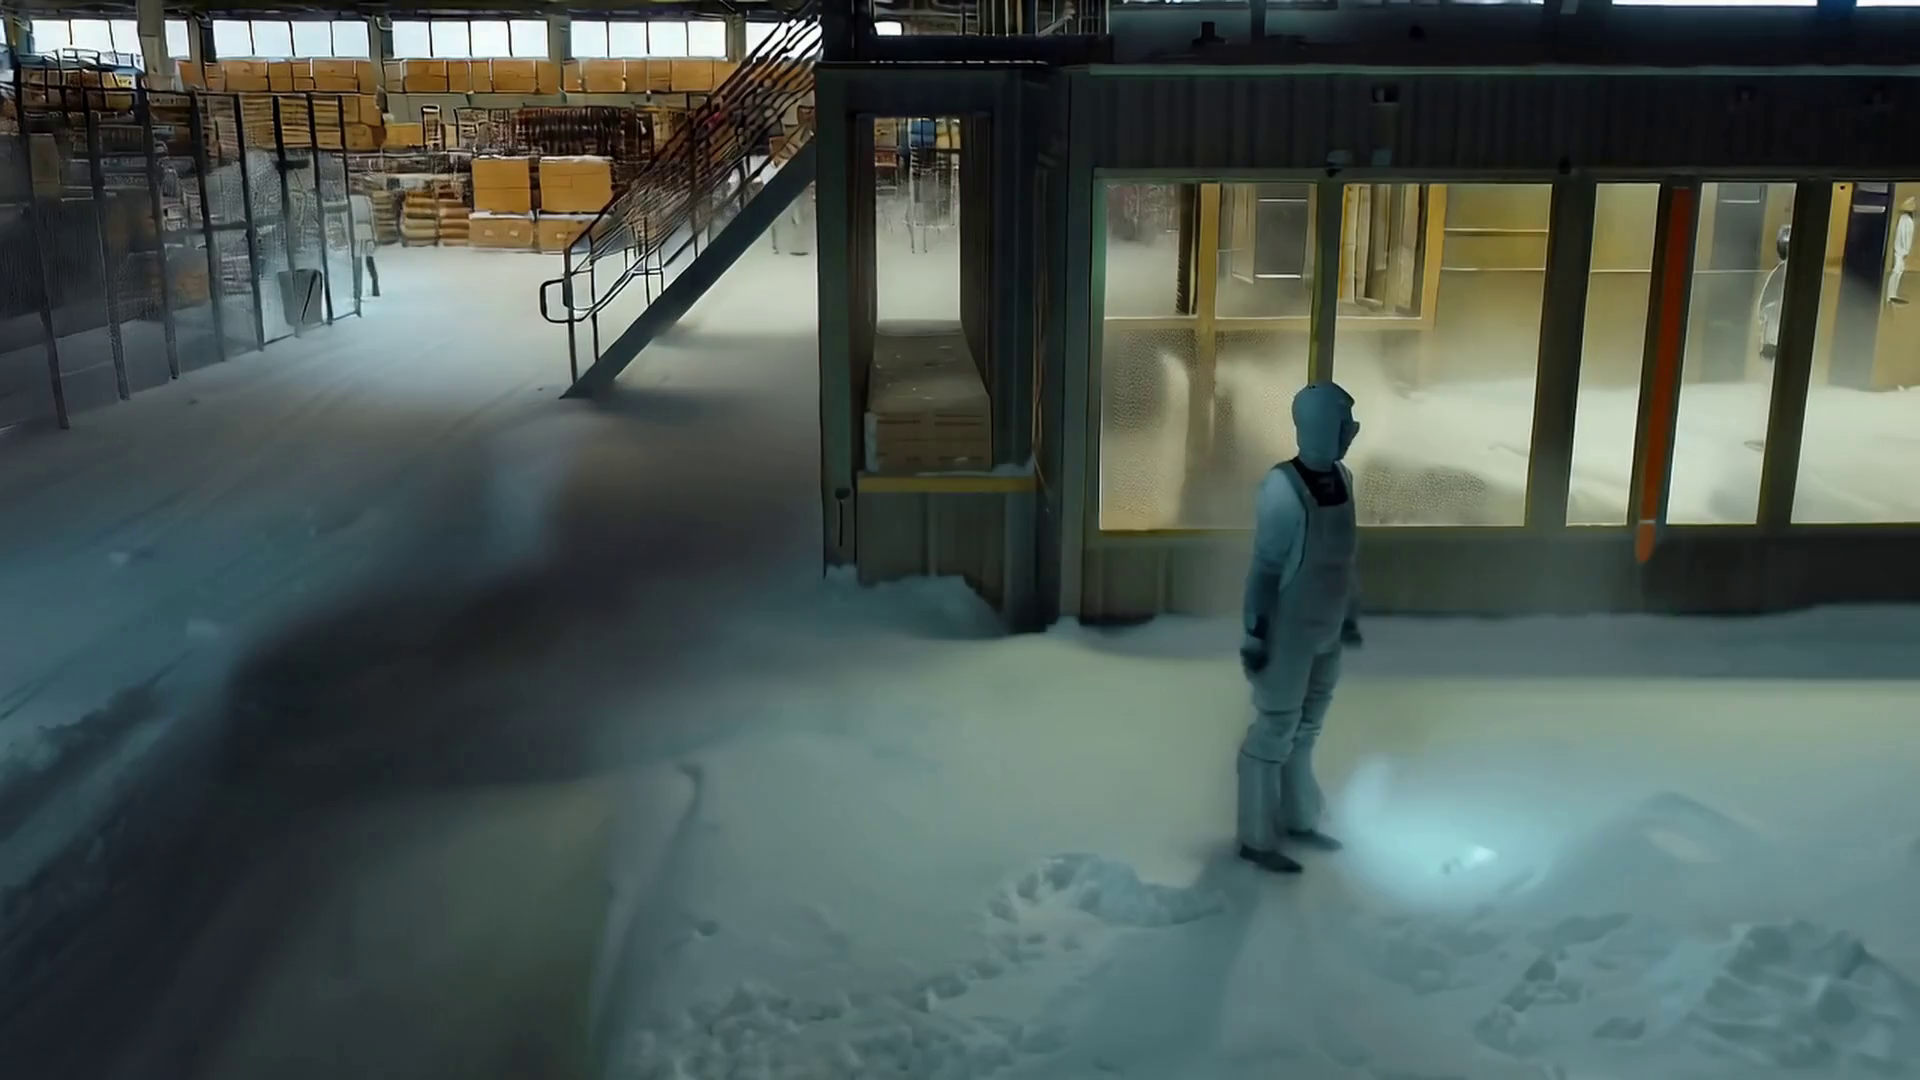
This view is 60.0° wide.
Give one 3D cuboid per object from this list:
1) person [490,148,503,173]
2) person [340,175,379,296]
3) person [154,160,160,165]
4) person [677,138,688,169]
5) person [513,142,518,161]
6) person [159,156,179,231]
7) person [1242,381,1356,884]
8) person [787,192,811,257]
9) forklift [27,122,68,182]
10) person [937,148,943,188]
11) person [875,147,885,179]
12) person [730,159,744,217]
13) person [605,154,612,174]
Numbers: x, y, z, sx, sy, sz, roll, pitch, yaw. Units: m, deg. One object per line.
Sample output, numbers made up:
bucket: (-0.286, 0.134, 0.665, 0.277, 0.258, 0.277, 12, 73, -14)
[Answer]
person: (-19.341, -15.438, 69.300, 0.769, 1.777, 0.601, -9, 17, -33)
person: (-9.716, -4.924, 26.925, 0.547, 1.939, 0.376, -7, 16, -27)
person: (-31.225, -14.357, 64.786, 0.677, 1.850, 0.996, 10, 17, 34)
person: (-14.132, -19.397, 84.599, 0.617, 2.026, 0.421, 3, 14, 13)
person: (-25.003, -21.449, 93.368, 0.500, 1.734, 0.579, 0, 14, 1)
person: (-18.515, -7.968, 38.975, 0.396, 1.993, 0.618, -4, 15, -15)
person: (1.266, 0.331, 6.109, 0.508, 1.844, 0.332, -14, 19, -43)
person: (-3.303, -6.792, 34.629, 0.610, 1.815, 0.620, 0, 14, 1)
forklift: (-35.376, -14.773, 64.377, 1.129, 2.768, 1.873, -1, 14, -2)
person: (-0.907, -16.225, 72.441, 0.322, 1.767, 0.533, 4, 15, 15)
person: (-4.156, -19.152, 83.745, 0.737, 1.962, 0.638, 8, 16, 28)
person: (-5.639, -8.768, 42.288, 0.357, 1.938, 0.545, 1, 14, 3)
person: (-13.379, -13.897, 63.465, 0.634, 1.601, 0.529, -9, 17, -31)
